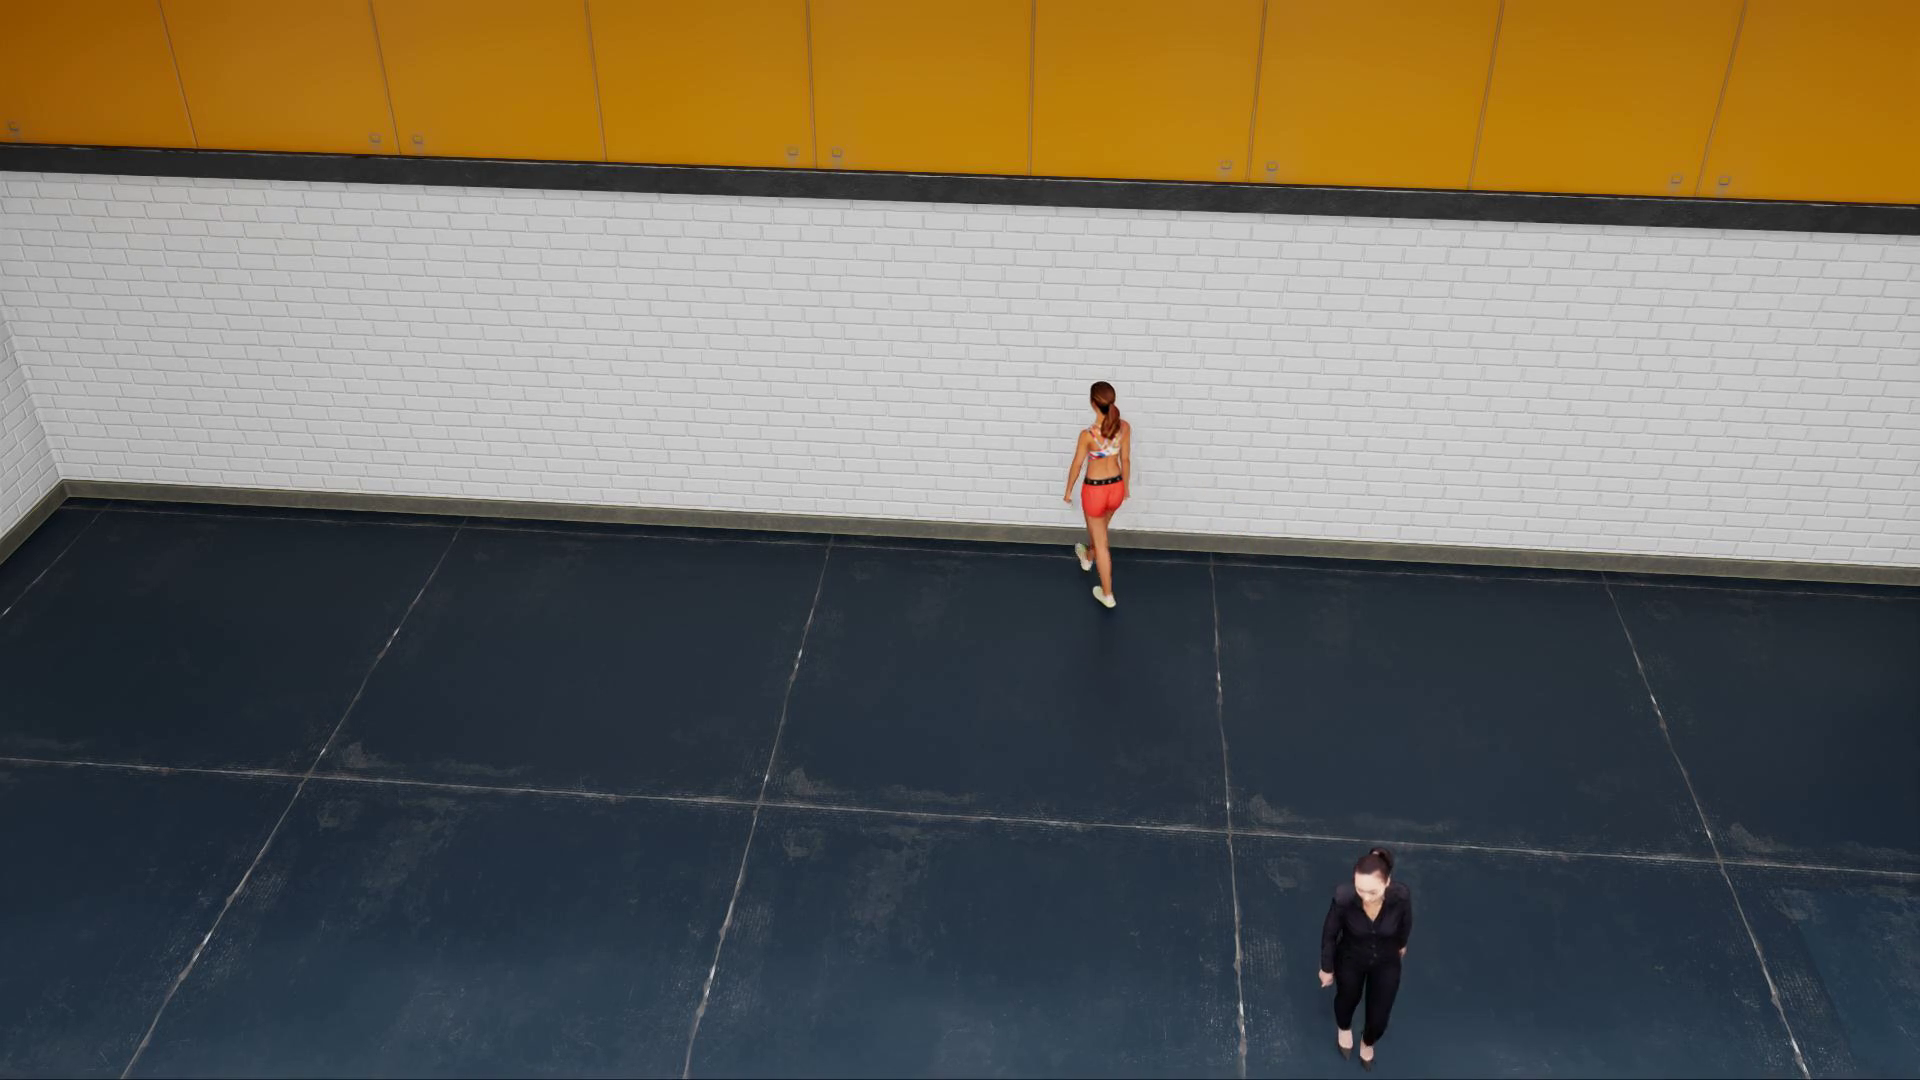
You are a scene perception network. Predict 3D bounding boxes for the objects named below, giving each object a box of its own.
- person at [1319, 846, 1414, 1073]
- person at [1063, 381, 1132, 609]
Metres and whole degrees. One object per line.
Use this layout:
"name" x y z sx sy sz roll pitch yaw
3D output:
"person" 2.076 2.122 8.524 0.618 1.674 0.699 1 34 1
"person" 1.059 -0.290 12.066 0.894 1.769 1.061 -13 36 -19
